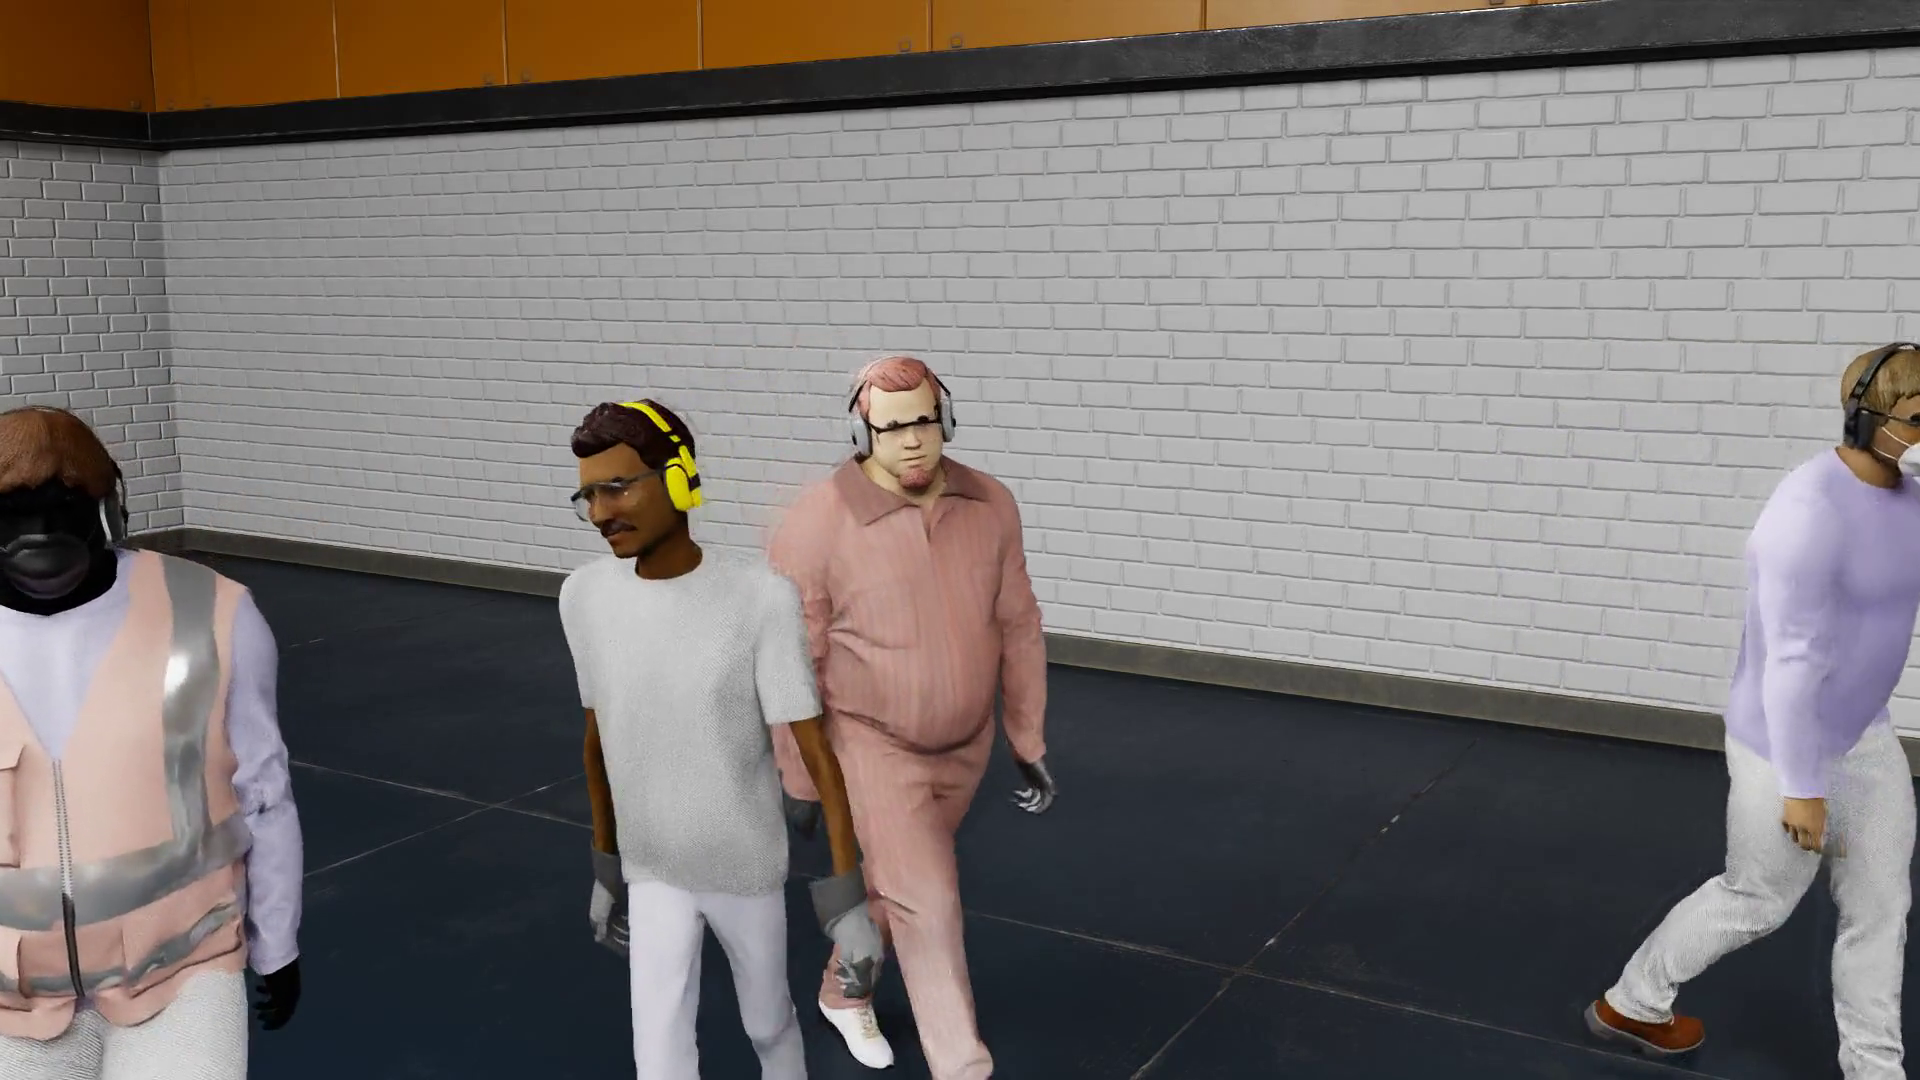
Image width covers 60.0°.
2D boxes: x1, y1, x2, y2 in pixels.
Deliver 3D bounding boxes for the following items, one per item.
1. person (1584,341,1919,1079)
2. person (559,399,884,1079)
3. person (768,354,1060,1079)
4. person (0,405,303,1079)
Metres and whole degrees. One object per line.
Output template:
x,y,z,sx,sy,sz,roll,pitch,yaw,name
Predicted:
1.951,0.464,3.947,0.640,1.891,0.841,-6,11,-32,person
-0.440,0.633,3.142,0.634,1.803,1.016,2,9,12,person
-0.128,0.484,3.932,0.626,1.852,1.014,-7,11,-37,person
-1.352,0.711,2.556,0.651,1.825,0.597,-3,10,-20,person
